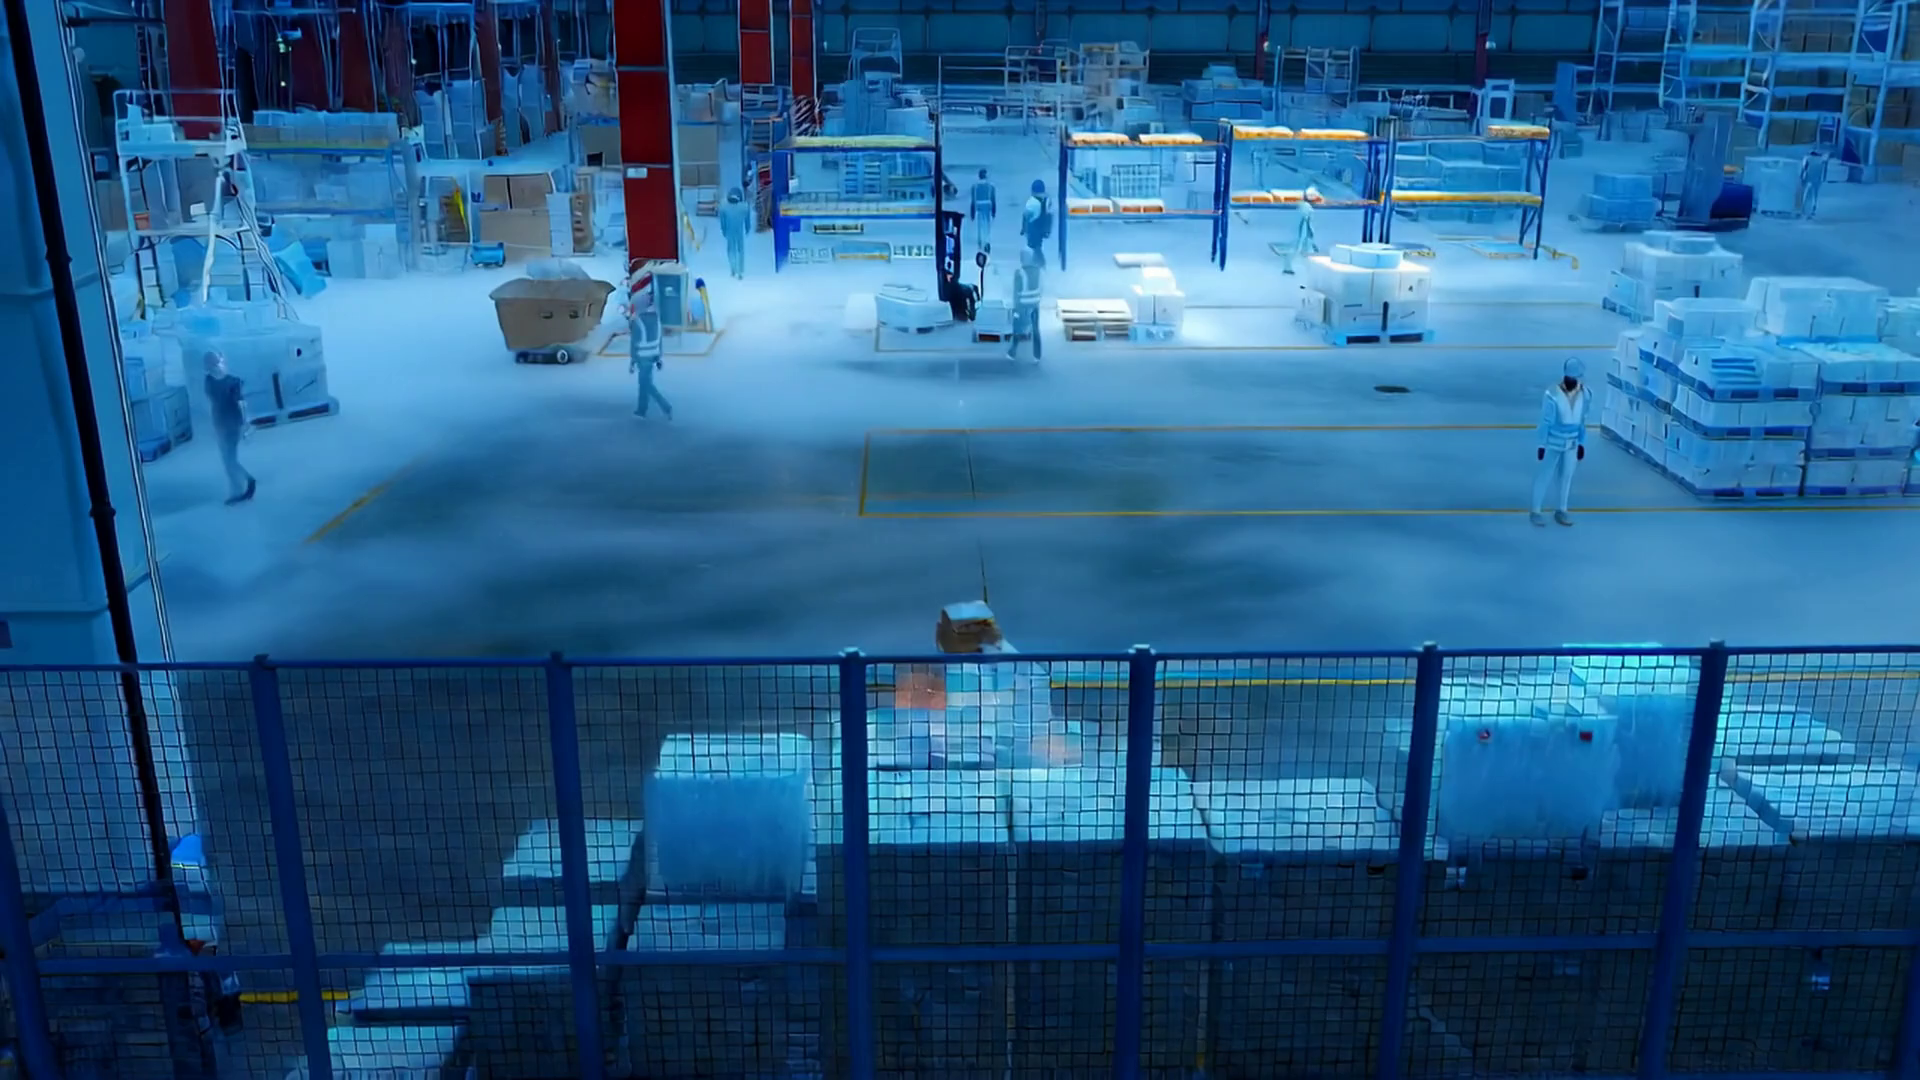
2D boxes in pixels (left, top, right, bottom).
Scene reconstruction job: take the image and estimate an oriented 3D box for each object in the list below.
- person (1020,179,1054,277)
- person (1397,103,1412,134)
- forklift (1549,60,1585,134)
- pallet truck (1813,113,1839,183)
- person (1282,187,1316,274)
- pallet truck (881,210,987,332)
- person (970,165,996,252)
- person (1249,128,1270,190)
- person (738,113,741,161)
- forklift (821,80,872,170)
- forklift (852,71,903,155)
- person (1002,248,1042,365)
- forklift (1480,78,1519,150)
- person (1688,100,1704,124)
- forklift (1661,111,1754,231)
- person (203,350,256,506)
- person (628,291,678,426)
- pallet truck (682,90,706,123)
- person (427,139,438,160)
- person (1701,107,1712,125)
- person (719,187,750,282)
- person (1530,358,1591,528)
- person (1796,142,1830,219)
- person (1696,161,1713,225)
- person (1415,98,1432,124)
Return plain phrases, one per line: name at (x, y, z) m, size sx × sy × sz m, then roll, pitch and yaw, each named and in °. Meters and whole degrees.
person at (1.629, -6.473, 34.367) m, size 0.702 × 2.000 × 0.918 m, roll -15°, pitch 24°, yaw -37°
person at (16.081, -15.009, 60.288) m, size 0.538 × 1.653 × 0.867 m, roll -5°, pitch 19°, yaw -14°
forklift at (23.899, -17.641, 66.204) m, size 1.873 × 2.768 × 1.129 m, roll 0°, pitch 19°, yaw -1°
pallet truck at (26.403, -11.957, 50.702) m, size 0.823 × 1.965 × 1.885 m, roll 6°, pitch 19°, yaw 16°
person at (7.188, -6.405, 34.509) m, size 0.984 × 1.818 × 0.540 m, roll 0°, pitch 19°, yaw 1°
pallet truck at (-0.493, -4.759, 29.349) m, size 1.885 × 1.965 × 0.823 m, roll -13°, pitch 23°, yaw -34°
person at (0.519, -7.475, 37.526) m, size 0.582 × 1.916 × 0.413 m, roll -1°, pitch 19°, yaw -2°
person at (8.597, -10.876, 47.749) m, size 0.621 × 1.838 × 0.429 m, roll 13°, pitch 22°, yaw 33°
person at (-7.316, -13.802, 56.298) m, size 0.382 × 1.918 × 0.585 m, roll 0°, pitch 19°, yaw 0°
forklift at (-3.431, -13.266, 53.226) m, size 1.873 × 2.768 × 1.129 m, roll 8°, pitch 20°, yaw 21°
forklift at (-3.026, -14.993, 58.349) m, size 1.129 × 2.768 × 1.873 m, roll -14°, pitch 23°, yaw -37°
person at (1.037, -3.753, 26.593) m, size 0.594 × 1.851 × 0.778 m, roll -12°, pitch 22°, yaw -33°
forklift at (17.558, -13.677, 54.444) m, size 1.129 × 2.768 × 1.873 m, roll -1°, pitch 19°, yaw -1°
person at (26.849, -15.196, 60.773) m, size 0.537 × 1.697 × 0.320 m, roll 0°, pitch 19°, yaw 0°
forklift at (18.382, -9.041, 40.692) m, size 1.873 × 2.768 × 1.129 m, roll -1°, pitch 19°, yaw -2°
person at (-8.508, -1.288, 19.275) m, size 0.558 × 1.851 × 0.392 m, roll 6°, pitch 20°, yaw 18°
person at (-4.252, -2.479, 22.813) m, size 0.860 × 1.858 × 0.584 m, roll 10°, pitch 21°, yaw 27°
pallet truck at (-9.671, -15.907, 62.421) m, size 0.823 × 1.965 × 1.885 m, roll 5°, pitch 19°, yaw 15°
person at (-14.592, -10.261, 46.138) m, size 0.318 × 1.697 × 0.535 m, roll -11°, pitch 22°, yaw -30°
person at (26.514, -14.534, 58.946) m, size 0.761 × 1.614 × 0.502 m, roll -4°, pitch 19°, yaw -10°
person at (-4.608, -6.273, 34.017) m, size 0.637 × 1.898 × 1.021 m, roll -3°, pitch 19°, yaw -7°
person at (6.712, -1.080, 18.536) m, size 0.603 × 1.938 × 0.425 m, roll -4°, pitch 19°, yaw -12°
person at (21.930, -9.250, 42.764) m, size 0.635 × 1.937 × 0.352 m, roll 15°, pitch 24°, yaw 37°
person at (18.462, -8.551, 41.149) m, size 0.515 × 1.641 × 0.314 m, roll 2°, pitch 19°, yaw 6°
person at (16.520, -14.783, 59.244) m, size 0.555 × 1.903 × 0.962 m, roll -5°, pitch 19°, yaw -14°
